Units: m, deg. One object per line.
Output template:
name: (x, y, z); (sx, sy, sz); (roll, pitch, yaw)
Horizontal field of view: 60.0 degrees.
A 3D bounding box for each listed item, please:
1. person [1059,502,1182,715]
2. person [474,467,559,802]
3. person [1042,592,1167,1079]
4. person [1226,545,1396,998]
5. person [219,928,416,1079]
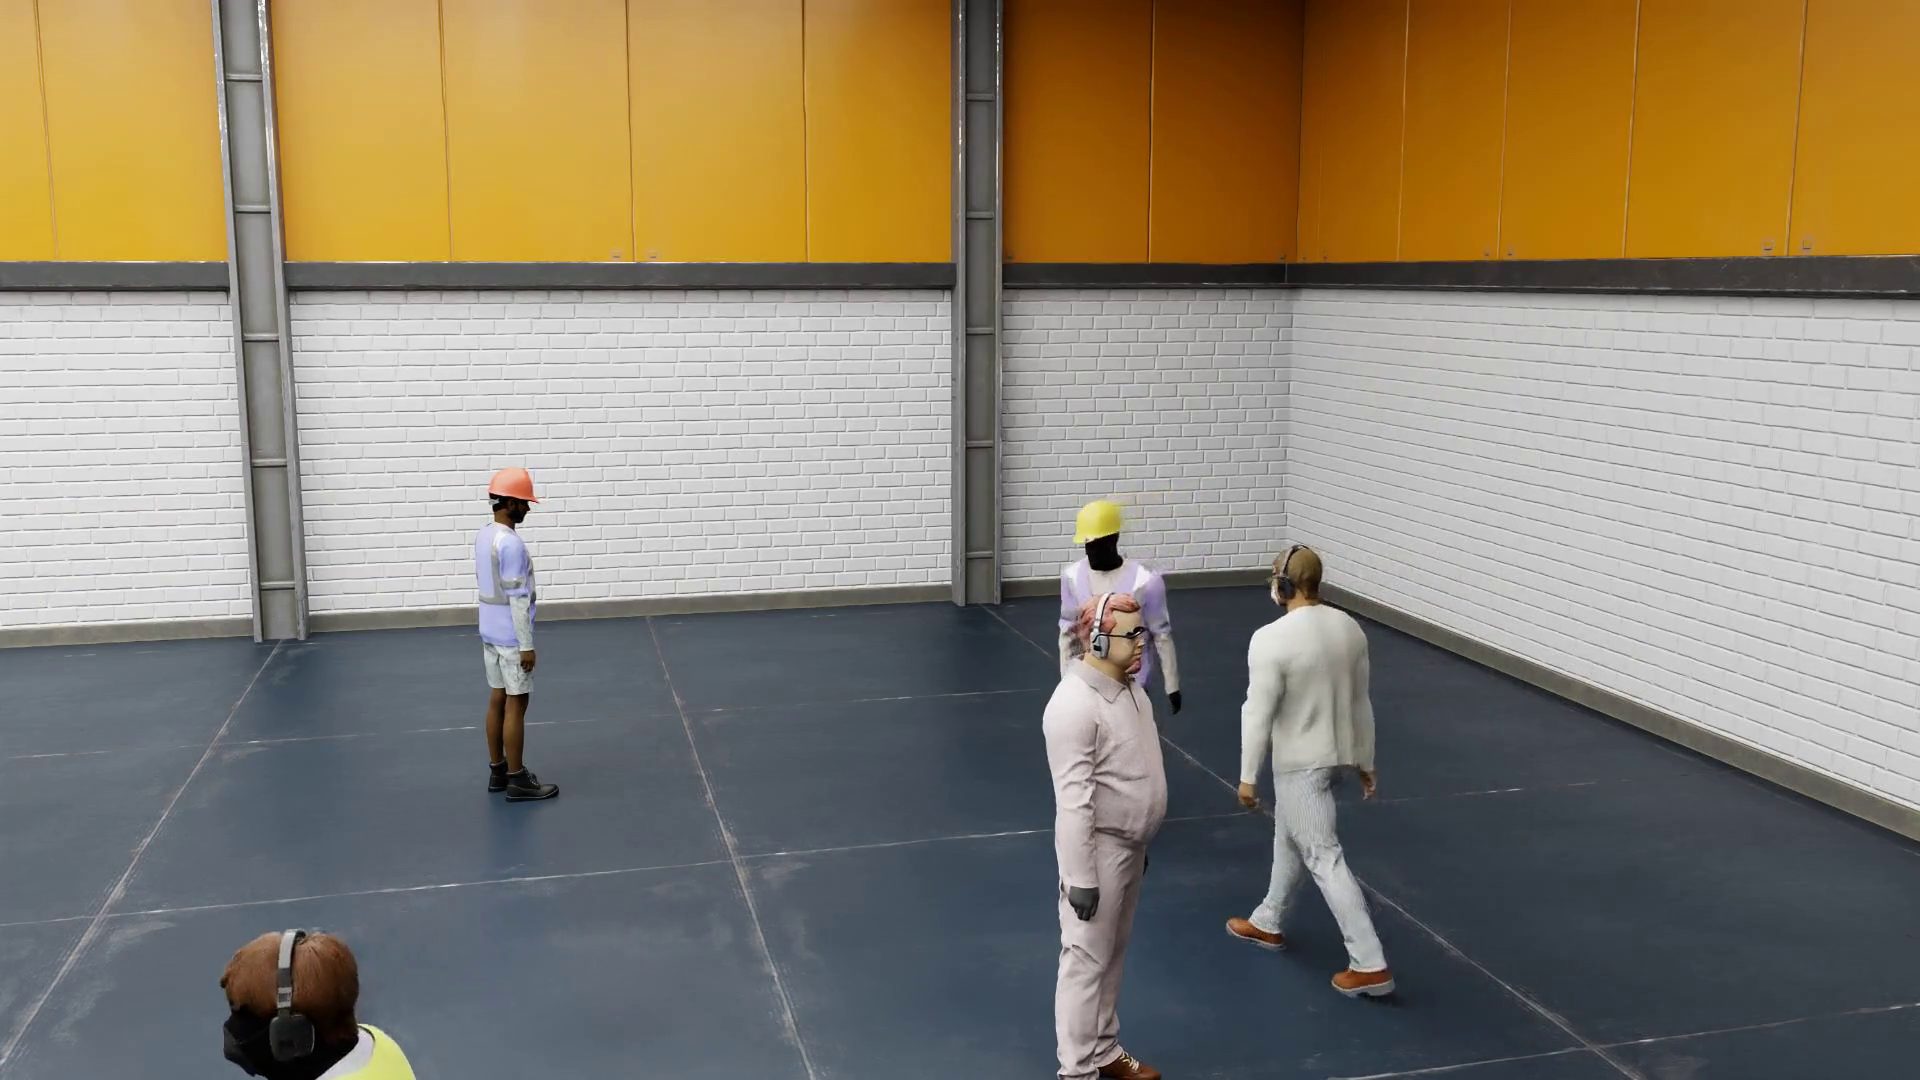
person: (0.852, 0.700, 8.859); (0.647, 1.861, 1.000); (6, 11, 35)
person: (-2.579, 0.542, 9.607); (0.367, 1.930, 0.542); (-7, 11, -36)
person: (0.544, 1.128, 6.020); (0.409, 1.909, 0.641); (4, 10, 22)
person: (1.544, 0.973, 7.144); (0.650, 1.886, 0.998); (-8, 12, -40)
person: (-1.277, 1.632, 3.223); (0.957, 1.790, 0.640); (-3, 9, -16)
